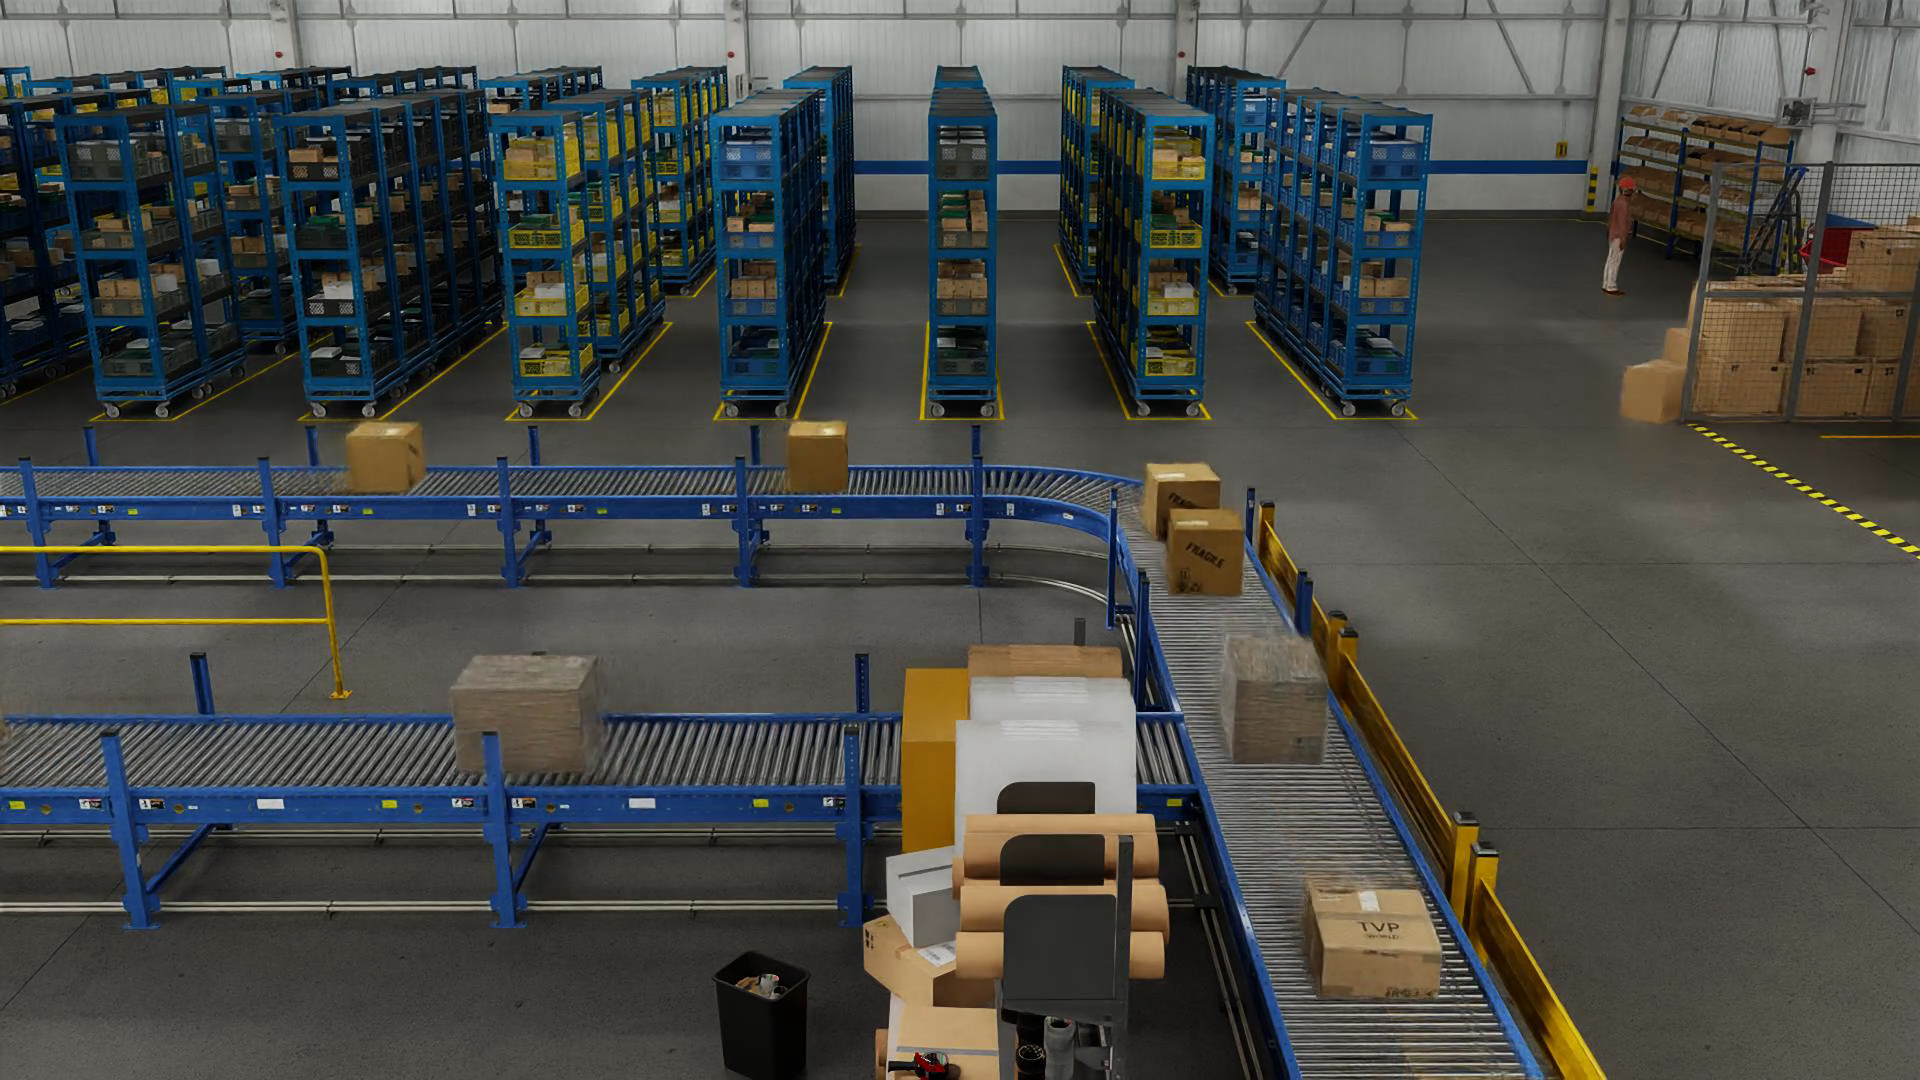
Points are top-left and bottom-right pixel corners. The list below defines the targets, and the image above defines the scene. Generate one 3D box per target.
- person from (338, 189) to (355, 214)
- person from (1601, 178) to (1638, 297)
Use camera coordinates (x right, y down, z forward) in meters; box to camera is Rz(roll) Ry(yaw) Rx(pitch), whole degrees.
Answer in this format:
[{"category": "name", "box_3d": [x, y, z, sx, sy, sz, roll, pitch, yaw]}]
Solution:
[{"category": "person", "box_3d": [-11.256, -5.856, 30.724, 0.404, 1.824, 0.586, -7, 19, -20]}, {"category": "person", "box_3d": [11.219, -5.151, 28.279, 0.393, 1.992, 0.622, 2, 18, 7]}]
